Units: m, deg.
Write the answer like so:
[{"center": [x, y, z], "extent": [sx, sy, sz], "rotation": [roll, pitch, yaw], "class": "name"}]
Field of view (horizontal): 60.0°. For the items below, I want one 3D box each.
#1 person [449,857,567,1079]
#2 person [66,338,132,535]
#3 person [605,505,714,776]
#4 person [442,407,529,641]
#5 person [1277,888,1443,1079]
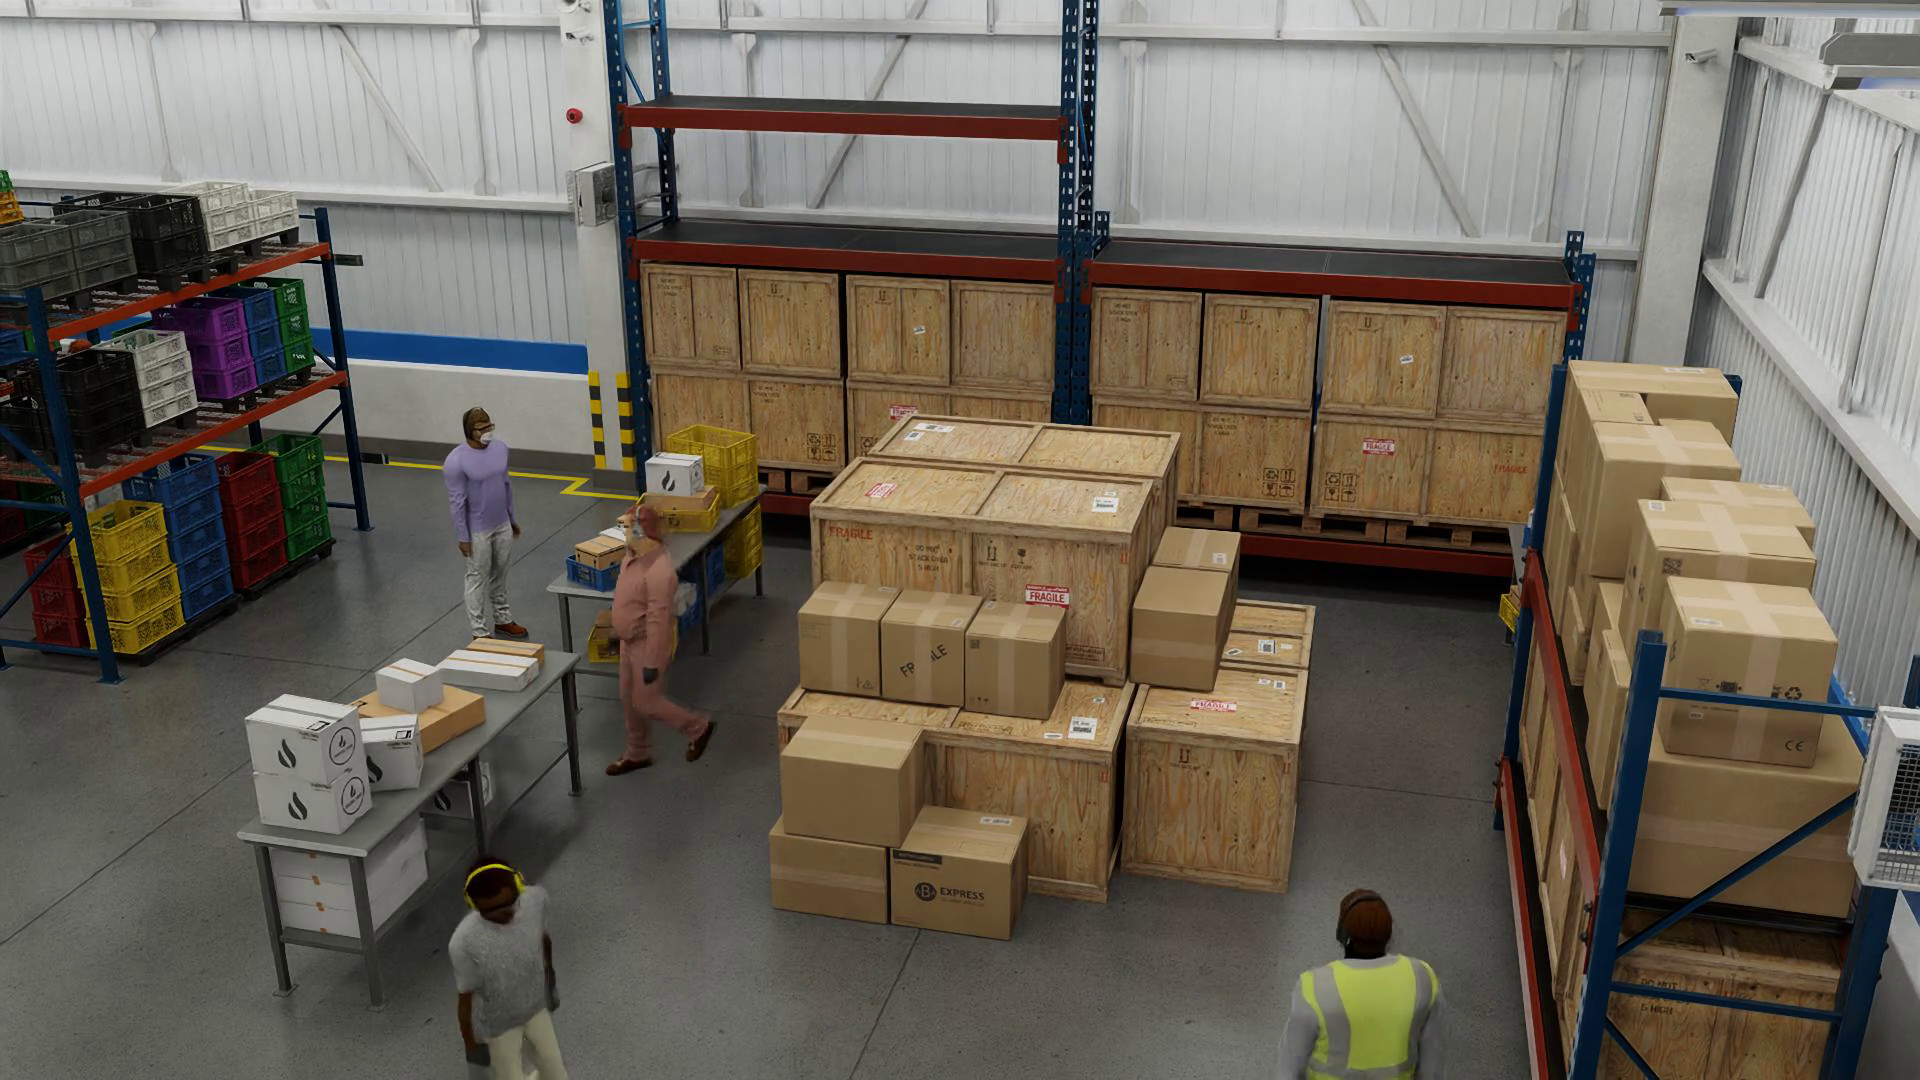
[{"center": [-1.989, 2.104, 7.337], "extent": [0.599, 1.826, 0.571], "rotation": [17, 27, 38], "class": "person"}, {"center": [-7.857, -0.908, 15.142], "extent": [0.575, 1.885, 0.355], "rotation": [-15, 26, -35], "class": "person"}, {"center": [-2.067, 0.678, 11.005], "extent": [0.647, 1.875, 0.675], "rotation": [-10, 23, -25], "class": "person"}, {"center": [-3.682, -0.100, 12.951], "extent": [0.373, 1.940, 0.628], "rotation": [11, 23, 26], "class": "person"}, {"center": [1.618, 2.284, 6.865], "extent": [0.646, 1.824, 0.433], "rotation": [-5, 21, -12], "class": "person"}]
